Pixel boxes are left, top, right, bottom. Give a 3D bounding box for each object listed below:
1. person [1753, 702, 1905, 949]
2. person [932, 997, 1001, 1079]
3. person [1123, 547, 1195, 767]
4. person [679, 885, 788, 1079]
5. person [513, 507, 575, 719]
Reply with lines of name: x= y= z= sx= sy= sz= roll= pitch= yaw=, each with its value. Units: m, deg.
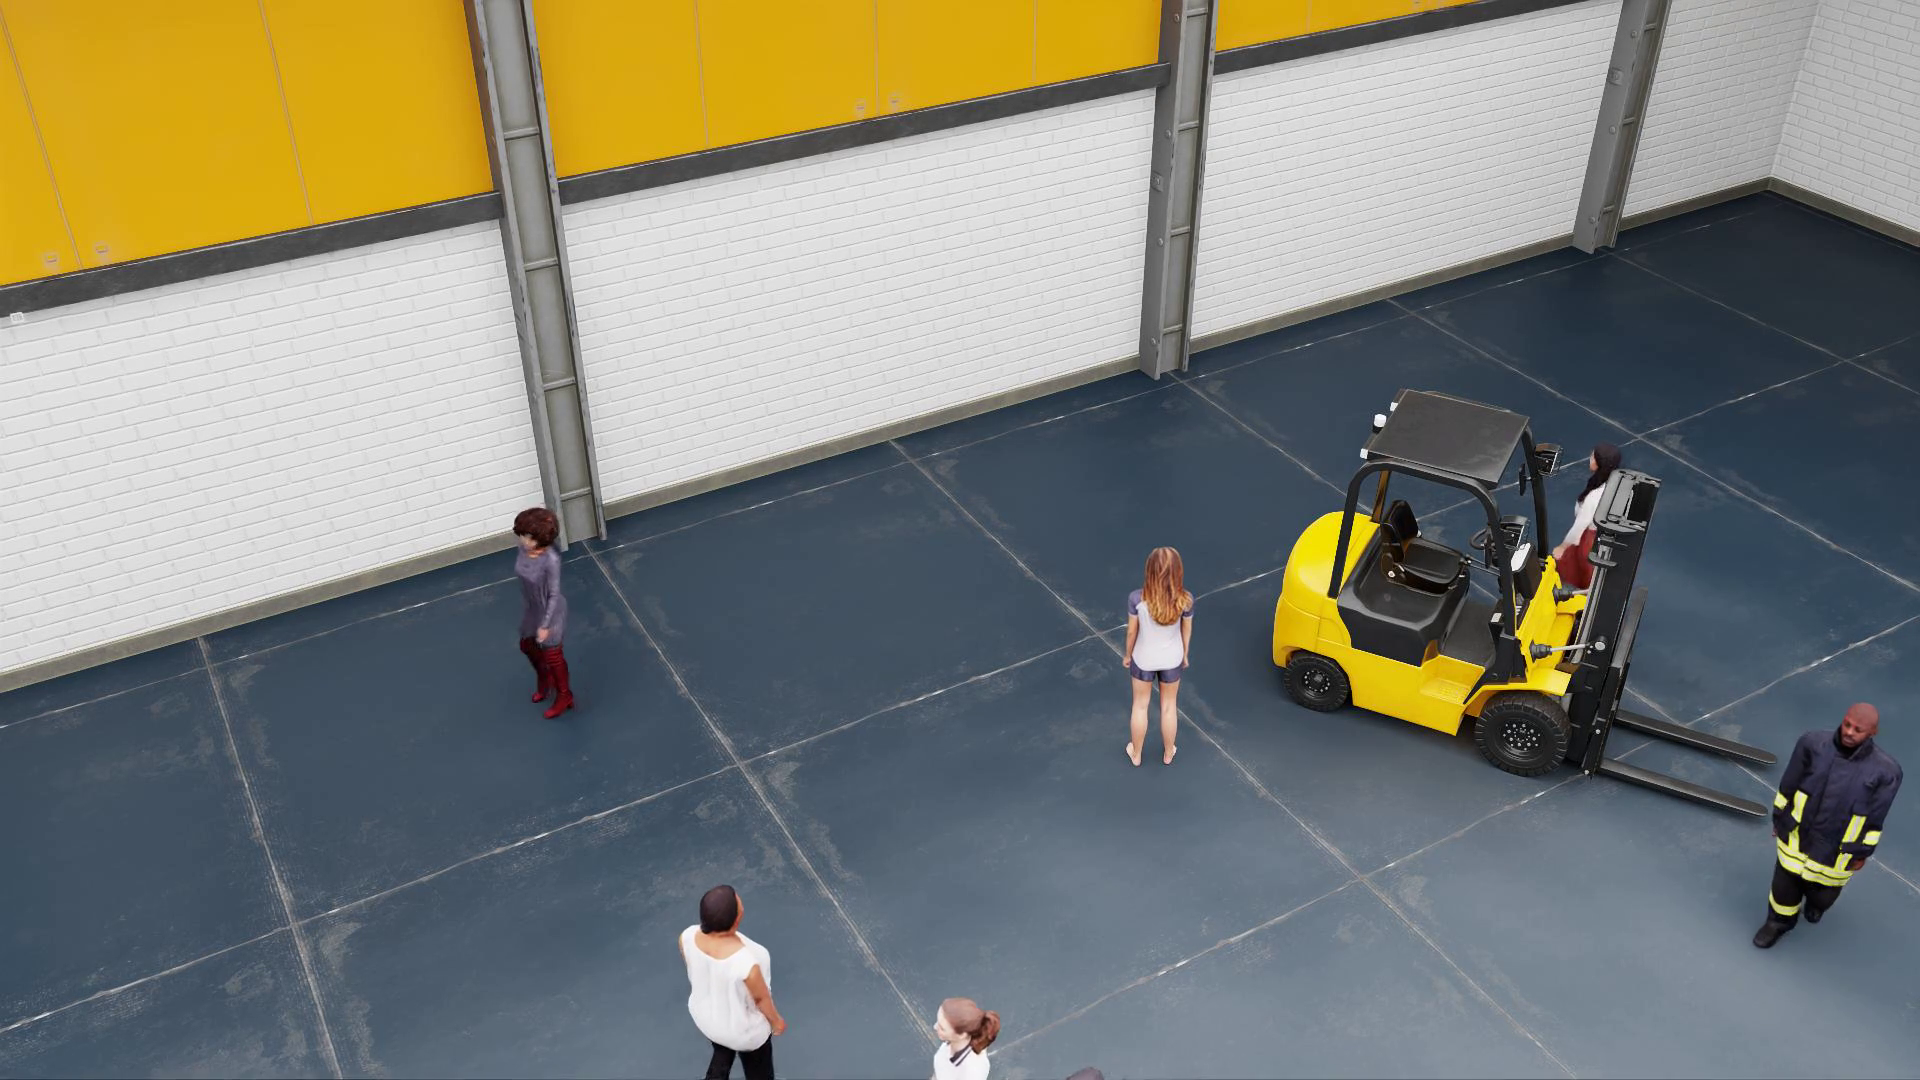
person: x=5.112 y=1.641 z=9.773 sx=0.895 sy=1.812 sz=1.022 roll=27 pitch=42 yaw=34
person: x=0.107 y=2.823 z=8.097 sx=1.246 sy=1.699 sz=0.895 roll=-4 pitch=34 yaw=-6
person: x=1.319 y=0.794 z=11.119 sx=0.644 sy=1.732 sz=0.746 roll=0 pitch=34 yaw=1
person: x=-1.197 y=2.460 z=8.661 sx=0.784 sy=1.680 sz=0.818 roll=23 pitch=40 yaw=30
person: x=-2.841 y=0.499 z=11.591 sx=0.670 sy=1.703 sz=0.685 roll=-24 pitch=41 yaw=-32
